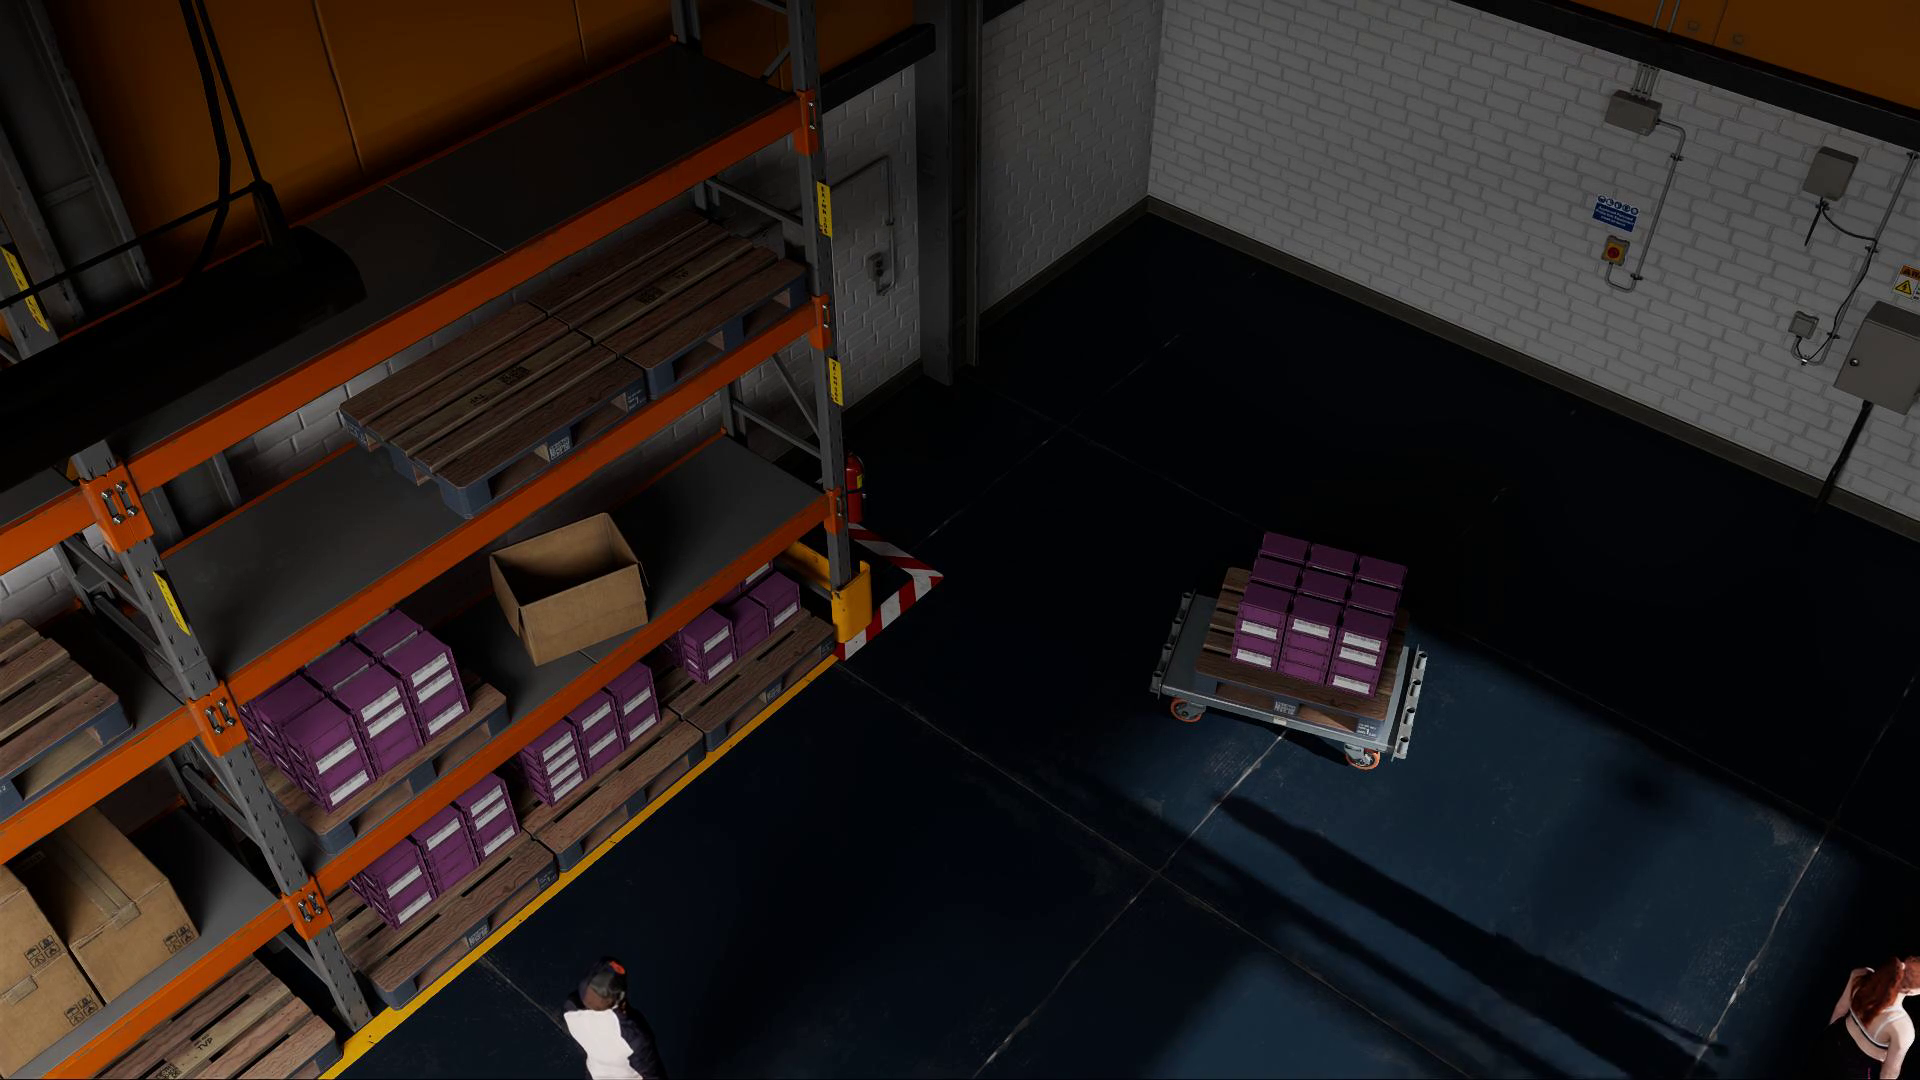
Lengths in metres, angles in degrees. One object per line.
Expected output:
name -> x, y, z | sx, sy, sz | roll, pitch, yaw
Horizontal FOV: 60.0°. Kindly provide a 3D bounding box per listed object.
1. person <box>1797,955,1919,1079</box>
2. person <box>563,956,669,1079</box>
person -> 4.381, 2.576, 8.224 | 0.710, 1.740, 0.669 | -7, 44, -8
person -> -1.615, 2.619, 8.069 | 0.709, 1.892, 0.635 | 23, 48, 22
